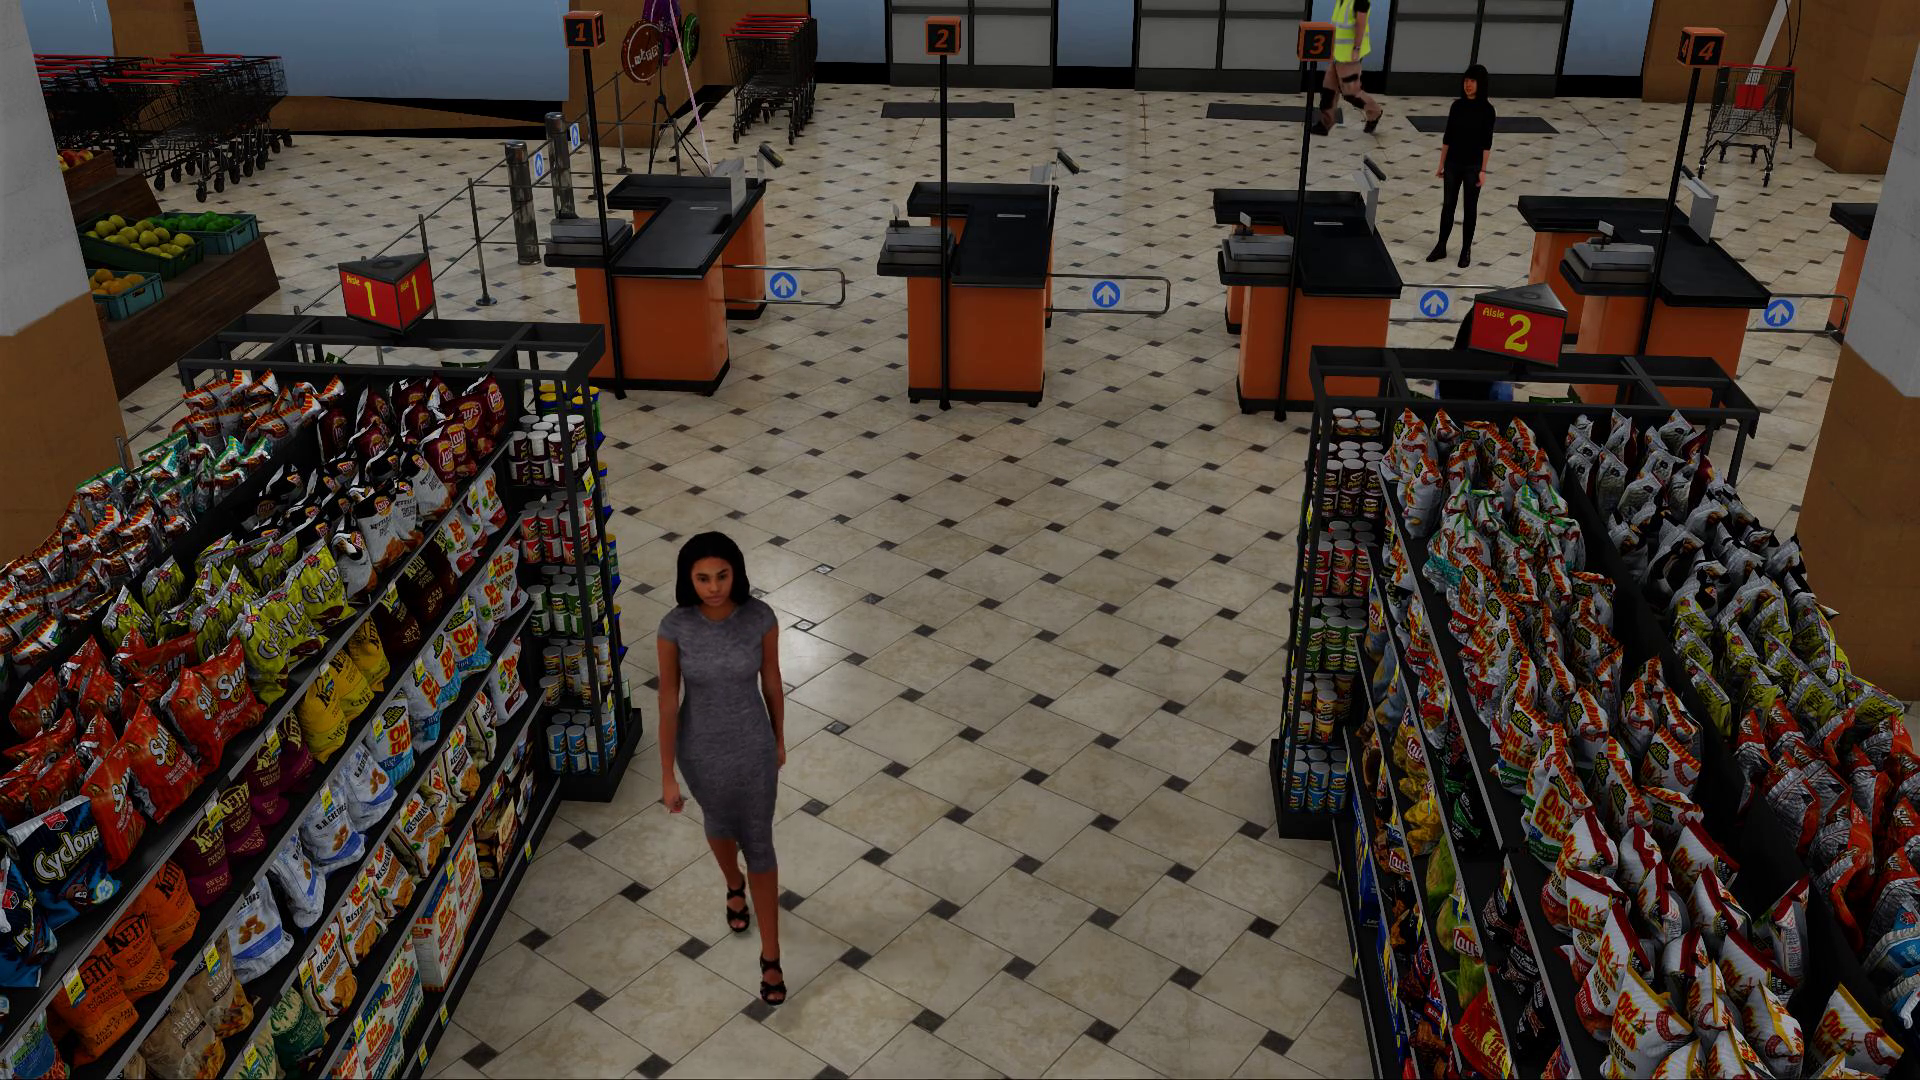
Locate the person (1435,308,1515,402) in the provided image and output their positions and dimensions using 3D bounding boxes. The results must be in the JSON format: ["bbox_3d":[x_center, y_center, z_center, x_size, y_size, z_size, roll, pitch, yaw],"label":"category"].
[{"bbox_3d":[2.428,-0.314,8.253,1.131,1.665,1.195,-14,30,-26],"label":"person"}]

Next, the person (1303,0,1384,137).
[{"bbox_3d":[4.187,-5.209,17.727,0.994,1.827,1.119,-6,28,-12],"label":"person"}]

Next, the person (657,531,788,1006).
[{"bbox_3d":[-0.861,0.741,6.074,0.752,1.755,1.032,-4,27,-8],"label":"person"}]

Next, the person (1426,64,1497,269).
[{"bbox_3d":[4.190,-3.109,13.790,0.648,1.642,0.663,19,32,33],"label":"person"}]
